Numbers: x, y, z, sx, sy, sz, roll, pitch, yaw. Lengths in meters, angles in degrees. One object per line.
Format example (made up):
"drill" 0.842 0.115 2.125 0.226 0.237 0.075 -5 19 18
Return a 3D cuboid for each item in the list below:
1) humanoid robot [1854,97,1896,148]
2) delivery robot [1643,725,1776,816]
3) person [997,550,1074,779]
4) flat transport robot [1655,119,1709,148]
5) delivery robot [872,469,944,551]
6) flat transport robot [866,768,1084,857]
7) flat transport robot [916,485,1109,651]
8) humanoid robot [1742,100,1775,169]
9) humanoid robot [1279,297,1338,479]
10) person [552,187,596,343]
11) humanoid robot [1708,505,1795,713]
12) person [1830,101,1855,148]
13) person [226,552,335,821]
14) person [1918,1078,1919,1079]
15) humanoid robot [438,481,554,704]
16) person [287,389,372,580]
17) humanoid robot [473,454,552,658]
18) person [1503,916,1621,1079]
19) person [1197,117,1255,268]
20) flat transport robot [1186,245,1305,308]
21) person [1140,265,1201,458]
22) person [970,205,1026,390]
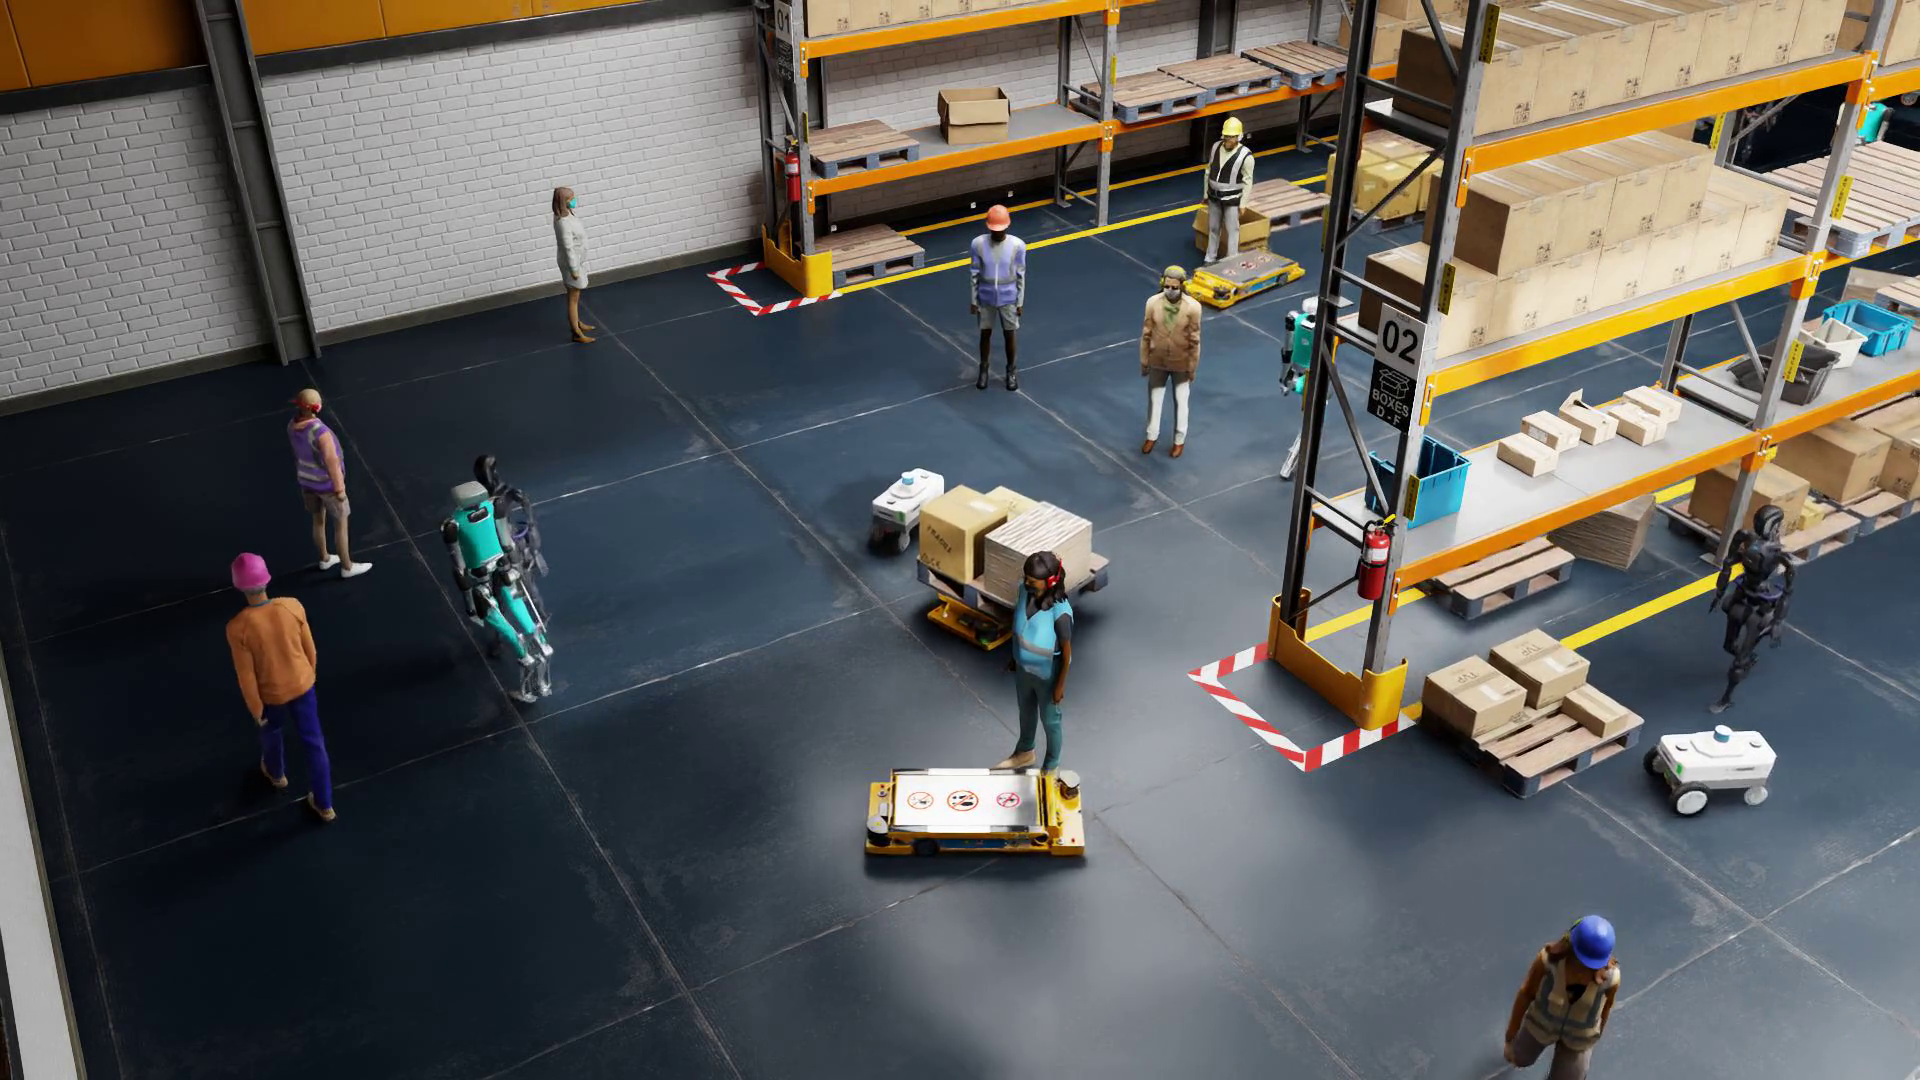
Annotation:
"humanoid robot" 10.539 -4.422 19.795 0.789 1.814 0.531 -24 39 -33
"delivery robot" 5.140 1.530 11.368 0.791 0.589 0.499 -2 32 -4
"person" 0.530 0.866 11.196 0.392 1.870 0.516 -25 40 -34
"flat transport robot" 8.962 -4.689 21.562 0.659 0.231 1.431 27 41 36
"delivery robot" -0.438 -0.313 14.296 0.499 0.576 0.768 19 37 27
"flat transport robot" 0.101 1.828 11.168 1.431 0.231 0.659 0 32 0
"flat transport robot" 0.454 0.404 13.439 0.659 0.231 1.431 25 40 34
"humanoid robot" 10.260 -5.547 21.605 0.612 1.651 0.307 22 38 31
"humanoid robot" 3.202 -1.426 14.973 0.577 1.751 0.922 24 39 33
"person" -4.031 -2.883 17.370 0.337 1.660 0.483 -5 32 -8
"humanoid robot" 5.798 0.455 12.064 0.675 1.629 0.609 -18 36 -26
"person" 10.732 -4.714 20.117 0.563 1.847 0.389 -13 34 -20
"person" -4.527 0.915 11.045 0.526 1.944 0.918 -21 38 -29
"person" 4.580 3.027 7.948 0.540 1.655 0.892 -18 37 -27
"humanoid robot" -3.246 0.448 11.972 0.779 1.735 0.530 23 39 32
"person" -5.160 -0.452 13.470 0.488 1.686 0.343 18 36 26
"humanoid robot" -3.430 0.085 12.658 0.600 1.638 0.653 4 32 6
"person" 3.147 2.486 8.740 0.473 1.734 0.838 13 34 19
"person" 2.989 -3.870 18.778 0.599 1.836 0.404 26 40 34
"flat transport robot" 3.204 -2.992 18.855 1.431 0.231 0.659 -25 40 -34
"person" 1.915 -1.642 15.208 0.547 1.871 0.390 9 33 14
"person" 0.365 -2.370 16.302 0.542 1.928 0.374 4 32 6
